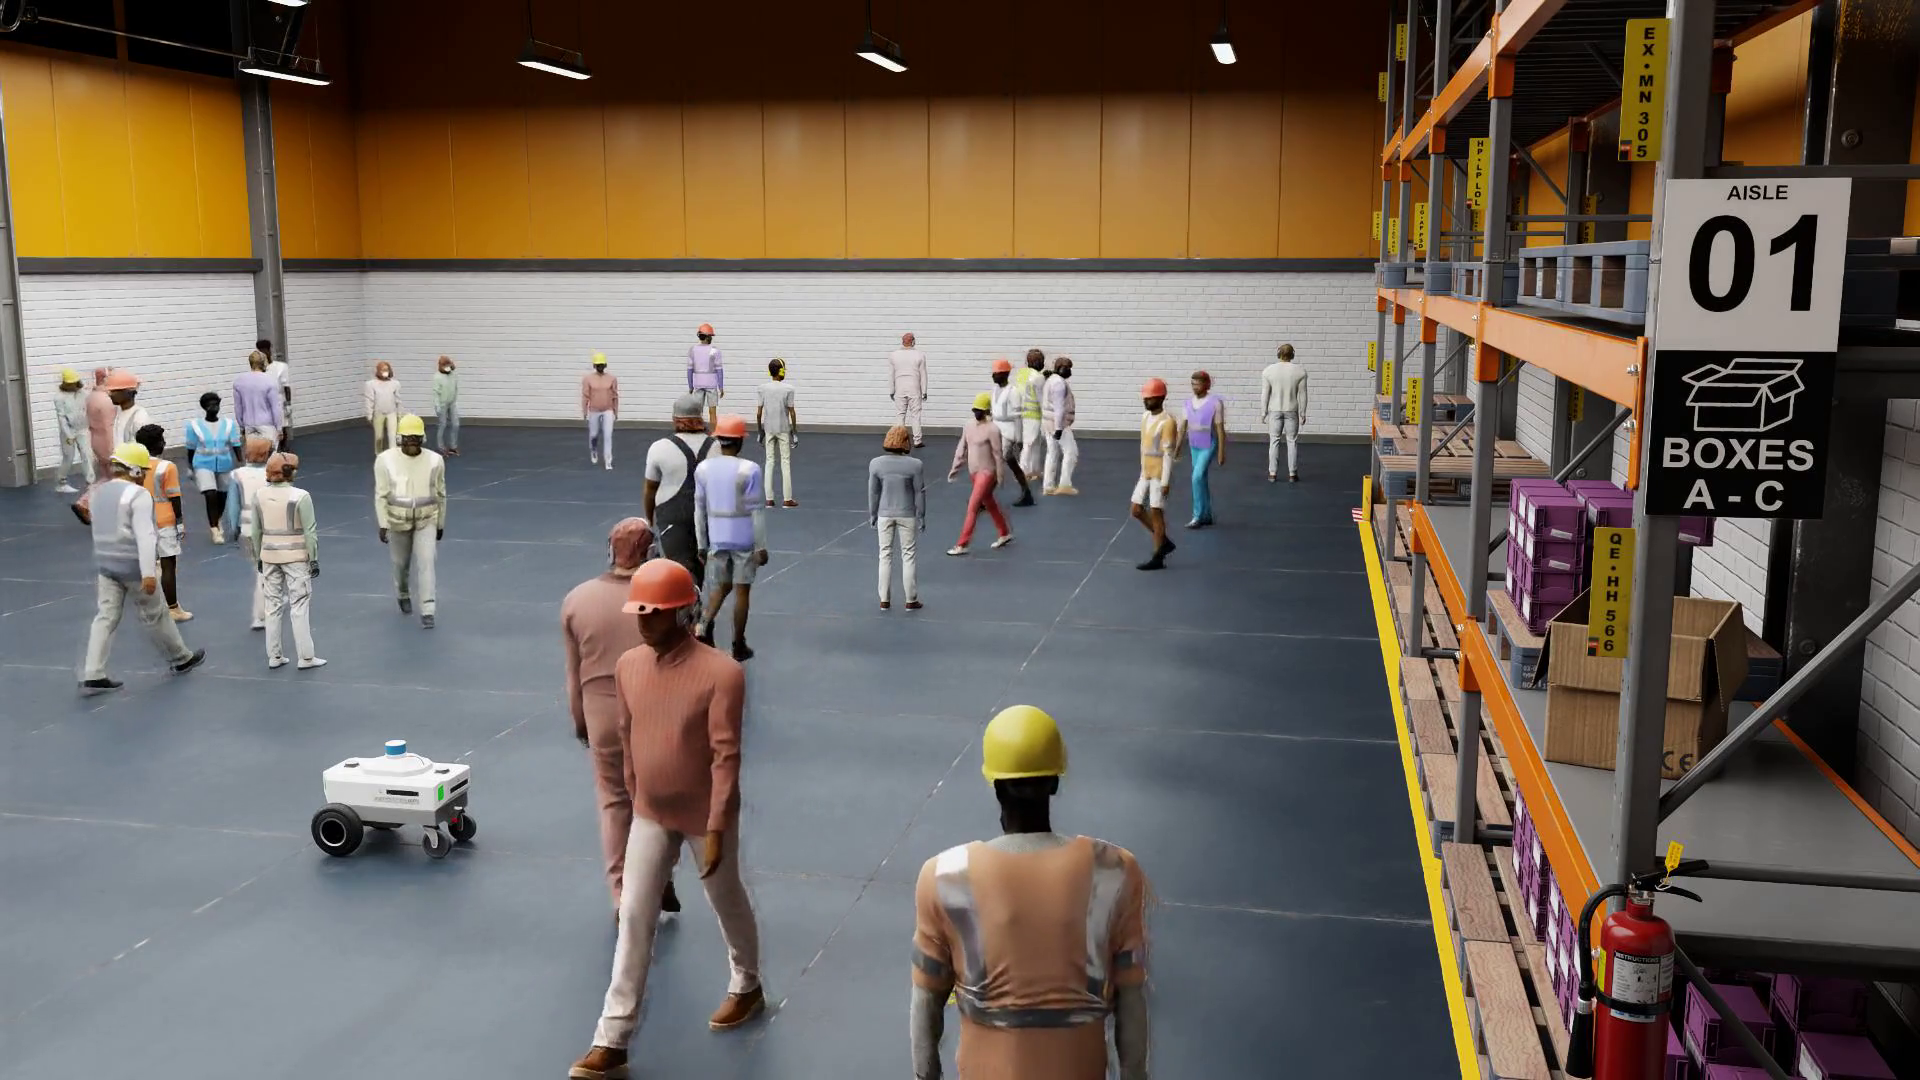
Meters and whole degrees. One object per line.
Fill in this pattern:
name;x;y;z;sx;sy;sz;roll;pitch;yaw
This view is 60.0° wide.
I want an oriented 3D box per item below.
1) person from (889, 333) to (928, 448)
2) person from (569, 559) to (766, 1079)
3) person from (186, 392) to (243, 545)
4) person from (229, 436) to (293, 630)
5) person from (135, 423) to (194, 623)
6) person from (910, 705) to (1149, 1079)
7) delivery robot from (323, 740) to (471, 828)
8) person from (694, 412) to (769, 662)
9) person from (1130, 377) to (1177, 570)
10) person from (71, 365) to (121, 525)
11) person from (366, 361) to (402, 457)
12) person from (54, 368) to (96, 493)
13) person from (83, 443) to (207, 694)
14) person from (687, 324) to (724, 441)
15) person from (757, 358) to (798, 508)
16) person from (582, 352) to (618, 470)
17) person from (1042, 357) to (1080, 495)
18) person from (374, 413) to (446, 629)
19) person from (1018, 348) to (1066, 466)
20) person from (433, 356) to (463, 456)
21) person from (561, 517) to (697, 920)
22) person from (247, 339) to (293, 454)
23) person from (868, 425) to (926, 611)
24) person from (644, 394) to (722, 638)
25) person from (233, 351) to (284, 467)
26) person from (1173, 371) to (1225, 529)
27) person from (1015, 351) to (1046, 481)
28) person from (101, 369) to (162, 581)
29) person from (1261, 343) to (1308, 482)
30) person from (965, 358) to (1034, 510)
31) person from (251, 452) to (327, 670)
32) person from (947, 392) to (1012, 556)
person;-0.847;-2.473;27.519;0.652;1.906;0.402;2;10;11
person;-1.081;1.031;6.308;0.609;1.940;1.030;4;10;23
person;-8.210;-0.816;18.284;0.537;1.654;0.862;-7;12;-37
person;-5.828;-0.079;14.022;0.543;1.585;0.872;0;9;2
person;-6.801;-0.137;14.062;0.540;1.698;0.317;2;10;11
person;0.172;1.364;4.424;0.612;1.892;0.821;-1;9;-4
delivery robot;-2.922;1.286;8.651;0.707;0.478;0.477;2;10;12
person;-1.745;0.000;12.572;0.551;1.922;0.515;4;10;22
person;1.922;-0.649;16.481;0.414;1.924;0.573;-4;10;-24
person;-9.770;-1.046;18.982;0.637;1.888;0.660;-8;12;-40
person;-8.577;-1.868;24.771;0.508;1.612;0.743;-4;10;-24
person;-11.668;-1.425;21.868;0.753;1.686;0.499;7;12;36
person;-5.929;0.184;11.931;0.630;1.755;0.975;4;10;23
person;-4.226;-2.572;27.708;0.615;2.039;0.386;2;10;11
person;-2.279;-1.329;20.750;0.535;1.864;0.312;2;10;11
person;-5.357;-1.934;24.776;0.531;1.748;0.704;-3;10;-18
person;1.354;-1.485;21.831;0.617;1.815;0.640;-2;10;-10
person;-4.654;-0.190;14.107;0.583;1.803;0.894;-4;10;-23
person;1.257;-1.990;24.960;0.827;1.801;0.662;-6;11;-33
person;-8.114;-2.104;26.200;0.503;1.597;0.516;7;12;37
person;-1.497;0.828;7.679;0.645;1.885;0.434;1;9;3
person;-10.230;-2.026;24.704;0.614;1.946;0.712;-3;10;-18
person;-0.549;-0.190;14.580;0.507;1.632;0.267;2;10;11
person;-2.232;-0.233;13.619;0.687;2.000;1.053;-6;11;-30
person;-8.925;-1.442;21.214;0.635;1.935;0.349;2;10;11
person;2.718;-1.029;19.085;0.692;1.810;0.612;-6;11;-32
person;1.078;-1.726;23.281;0.694;1.816;0.654;-5;11;-27
person;-7.892;-0.602;15.837;0.615;2.041;0.390;9;13;44
person;4.517;-1.771;23.189;0.635;1.937;0.354;2;10;11
person;0.523;-1.317;20.631;1.014;1.883;0.565;-5;11;-28
person;-5.045;0.161;12.458;0.523;1.636;0.311;2;10;11
person;0.246;-0.712;17.512;0.948;1.711;0.543;-7;12;-36
